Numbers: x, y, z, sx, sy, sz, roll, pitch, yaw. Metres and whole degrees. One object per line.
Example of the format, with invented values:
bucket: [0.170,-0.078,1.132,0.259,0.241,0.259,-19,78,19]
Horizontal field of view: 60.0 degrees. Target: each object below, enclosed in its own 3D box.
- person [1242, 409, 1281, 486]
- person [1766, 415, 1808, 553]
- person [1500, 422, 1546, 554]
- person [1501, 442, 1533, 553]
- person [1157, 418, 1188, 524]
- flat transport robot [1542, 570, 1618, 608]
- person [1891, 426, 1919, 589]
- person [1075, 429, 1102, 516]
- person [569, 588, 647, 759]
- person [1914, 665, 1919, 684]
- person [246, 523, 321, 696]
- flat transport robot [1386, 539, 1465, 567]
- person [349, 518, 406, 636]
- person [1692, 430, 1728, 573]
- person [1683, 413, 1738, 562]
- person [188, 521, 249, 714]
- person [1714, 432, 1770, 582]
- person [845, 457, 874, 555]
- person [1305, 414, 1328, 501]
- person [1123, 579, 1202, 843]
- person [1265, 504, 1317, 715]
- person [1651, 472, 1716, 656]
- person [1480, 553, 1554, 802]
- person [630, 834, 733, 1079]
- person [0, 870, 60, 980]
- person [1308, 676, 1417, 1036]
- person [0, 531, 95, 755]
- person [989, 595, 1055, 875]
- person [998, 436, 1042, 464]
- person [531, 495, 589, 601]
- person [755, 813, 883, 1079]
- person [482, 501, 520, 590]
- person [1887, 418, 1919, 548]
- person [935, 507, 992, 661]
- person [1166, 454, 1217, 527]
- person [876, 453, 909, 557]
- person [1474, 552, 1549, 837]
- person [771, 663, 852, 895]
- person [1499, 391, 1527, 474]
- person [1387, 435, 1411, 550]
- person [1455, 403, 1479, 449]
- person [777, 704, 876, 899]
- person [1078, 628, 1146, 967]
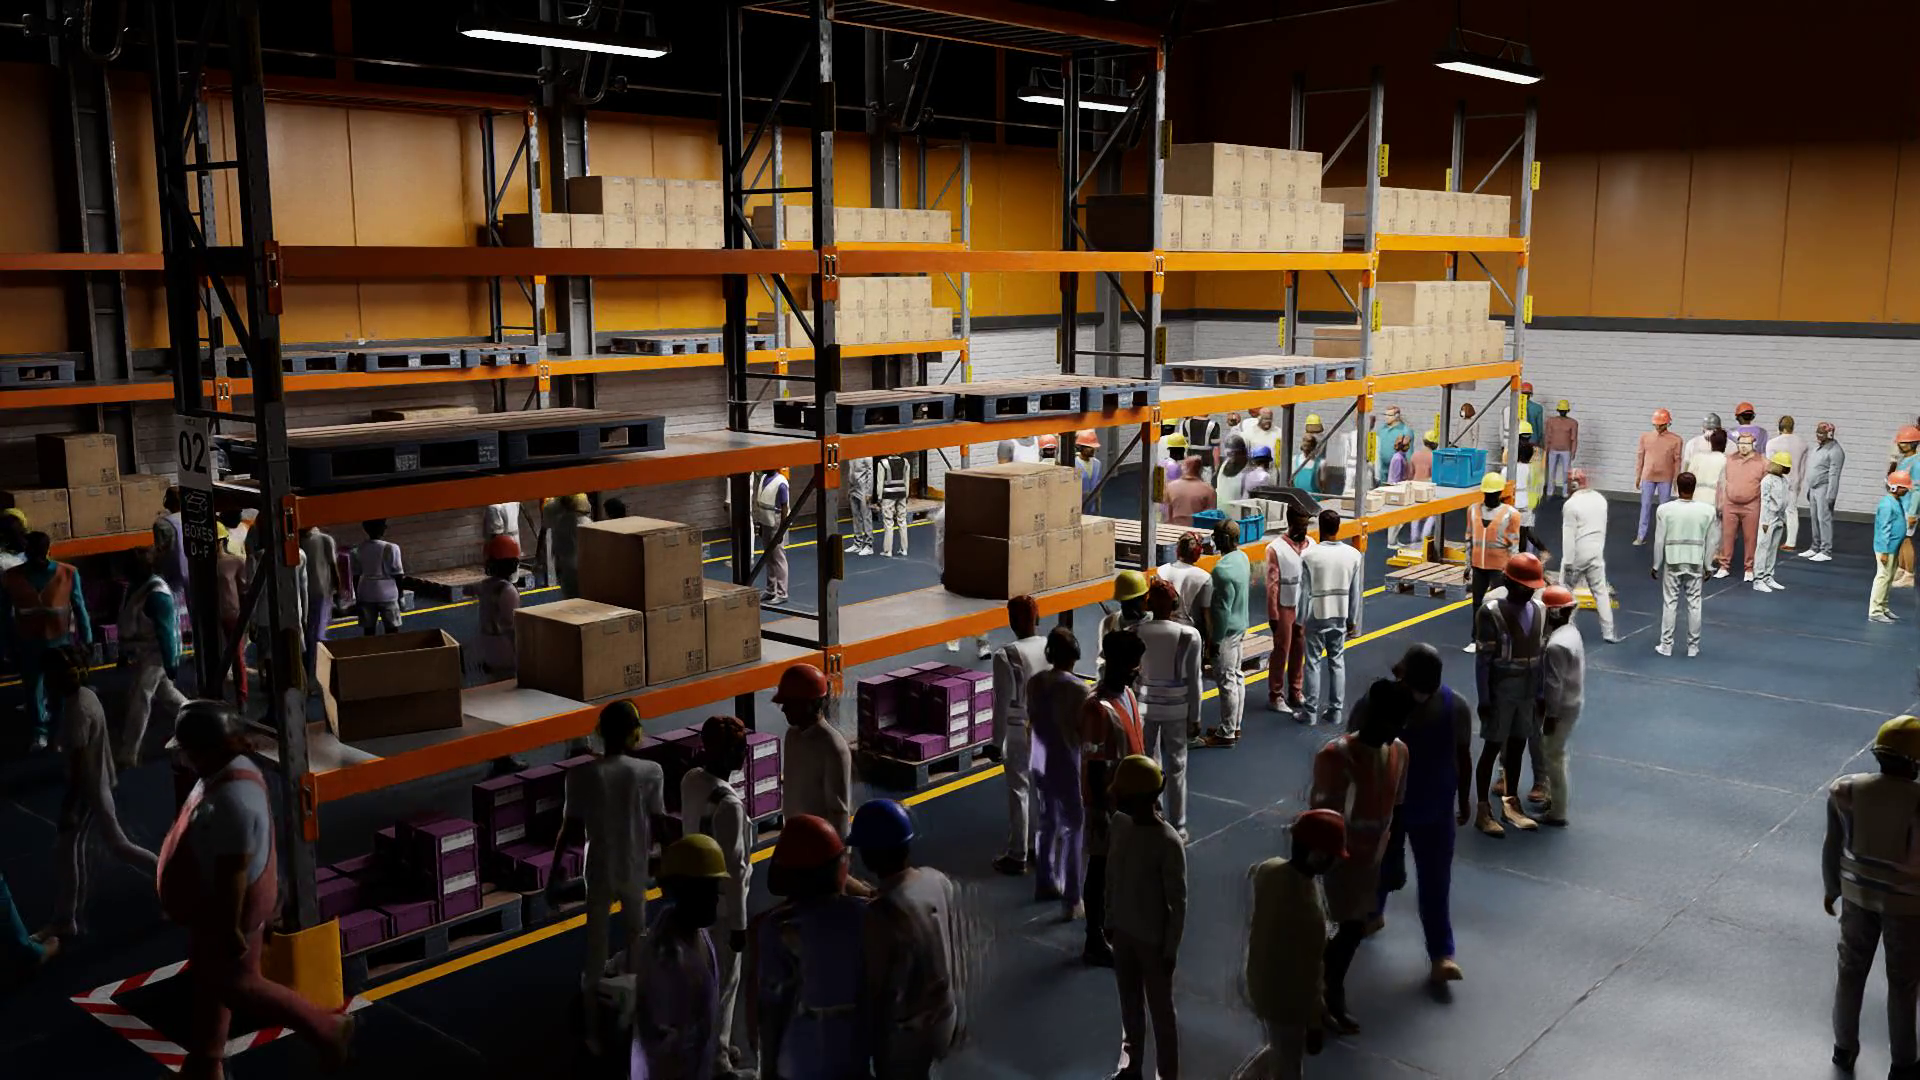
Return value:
person: [4.522,-1.031,24.930,0.678,1.885,0.397,-1,10,-7]
person: [11.518,-0.777,23.262,0.628,1.931,0.370,-2,10,-12]
person: [7.592,-0.641,22.494,0.588,1.917,0.400,0,10,1]
person: [7.337,-0.454,22.020,0.531,1.697,0.320,-6,11,-31]
person: [2.964,-0.838,23.662,0.590,1.918,0.397,5,11,30]
flat transport robot: [7.456,0.585,20.064,0.652,0.197,1.431,2,10,10]
person: [11.781,-0.408,20.757,0.405,2.034,0.615,2,10,14]
person: [1.523,-0.346,20.397,0.610,2.032,0.435,-7,12,-38]
person: [-2.753,0.894,13.375,1.001,1.886,0.649,2,10,11]
person: [9.029,0.638,15.128,0.573,1.829,0.733,-2,10,-12]
person: [-6.276,0.465,15.508,0.705,2.000,0.607,-3,10,-16]
flat transport robot: [6.401,0.182,22.470,0.652,0.197,1.431,8,13,41]
person: [-5.571,0.561,15.955,0.530,1.697,0.322,1,10,8]
person: [9.725,-0.485,21.615,0.555,1.900,0.602,-5,11,-27]
person: [10.164,-0.725,22.616,0.681,2.000,0.535,7,12,36]
person: [-6.641,0.697,14.938,0.523,1.769,0.317,-2,10,-11]
person: [9.977,-0.426,21.227,0.652,1.906,0.408,7,12,37]
person: [-1.407,-0.661,23.117,0.324,1.743,0.491,-8,12,-39]
person: [5.425,-1.063,25.553,0.483,1.737,0.320,-7,12,-38]
person: [1.395,1.203,11.592,0.576,1.880,0.356,3,10,17]
person: [2.985,0.613,15.029,0.599,1.909,0.402,-7,12,-36]
person: [7.455,0.252,17.157,0.587,1.915,0.392,2,10,13]
person: [4.225,1.030,12.563,0.637,1.914,0.448,6,11,32]
person: [-1.040,2.075,6.367,0.433,1.898,0.703,0,10,2]
person: [-5.412,1.673,9.082,0.586,1.773,0.948,5,11,28]
person: [2.074,1.660,8.696,0.698,1.928,0.486,-6,11,-32]
person: [-7.548,0.847,13.708,0.718,1.877,0.608,-5,11,-27]
person: [0.437,1.285,11.076,0.574,1.887,0.356,-7,12,-36]
person: [0.883,-0.829,23.232,0.690,2.000,0.537,-5,11,-28]
person: [-4.229,0.215,17.674,0.564,1.805,0.960,1,10,3]
person: [-0.546,2.022,6.586,0.557,1.924,0.420,-4,10,-24]
person: [-4.864,0.150,17.630,0.373,1.960,0.601,1,10,7]
person: [13.515,-0.820,23.542,0.633,1.913,0.881,3,10,17]
person: [0.064,0.304,17.051,0.651,1.850,1.014,-2,10,-11]
person: [2.641,-0.043,19.045,0.648,1.875,0.855,8,12,40]
person: [-0.916,-0.575,22.946,0.508,1.629,0.318,-7,12,-34]
person: [3.935,1.087,11.816,0.605,2.035,0.384,-4,10,-24]
person: [-0.785,1.619,8.796,0.408,1.986,0.617,-6,11,-33]
person: [9.518,-1.642,28.559,0.356,1.883,0.572,-5,11,-29]
person: [6.200,-0.670,23.511,0.318,1.631,0.524,3,10,16]
person: [8.746,-1.554,28.778,0.283,1.633,0.497,-5,11,-27]
person: [-0.767,1.594,9.694,0.678,1.729,0.576,-6,11,-30]
person: [0.894,1.478,9.707,0.368,1.959,0.602,4,10,22]
